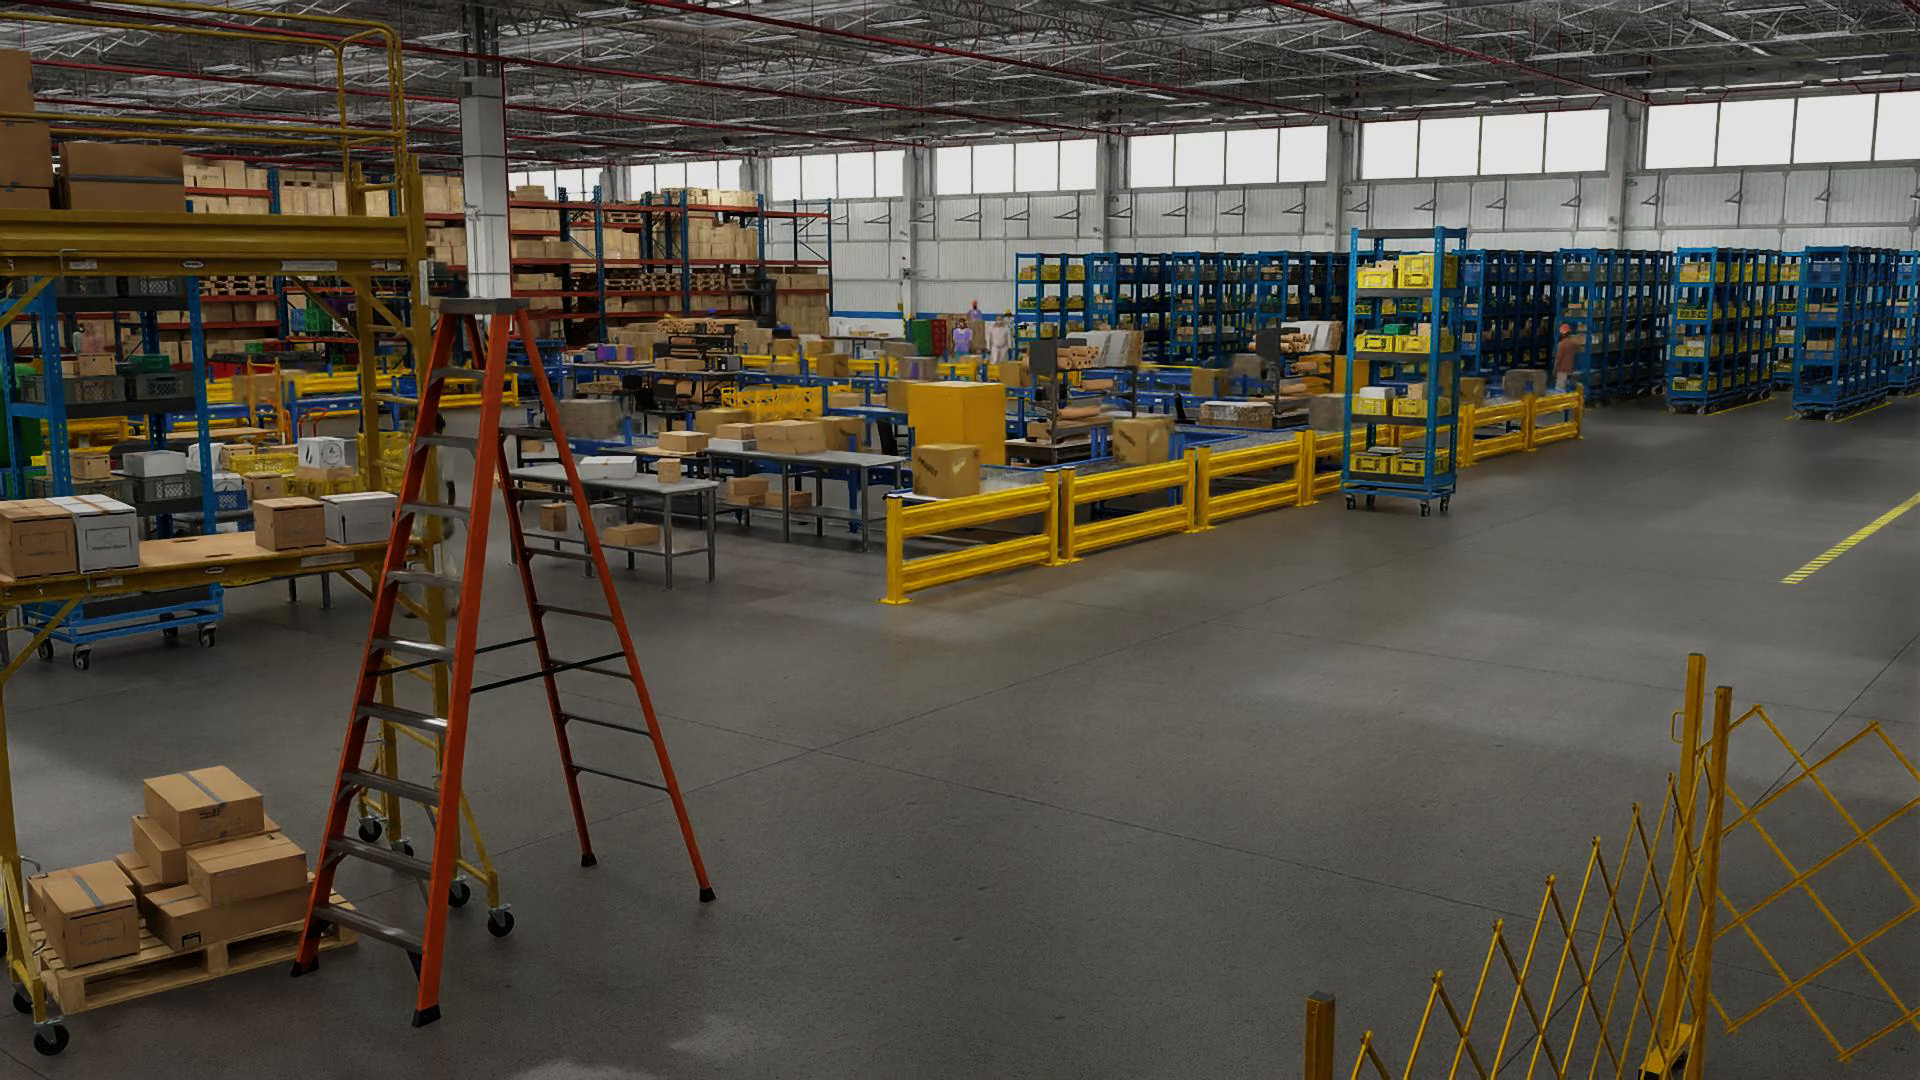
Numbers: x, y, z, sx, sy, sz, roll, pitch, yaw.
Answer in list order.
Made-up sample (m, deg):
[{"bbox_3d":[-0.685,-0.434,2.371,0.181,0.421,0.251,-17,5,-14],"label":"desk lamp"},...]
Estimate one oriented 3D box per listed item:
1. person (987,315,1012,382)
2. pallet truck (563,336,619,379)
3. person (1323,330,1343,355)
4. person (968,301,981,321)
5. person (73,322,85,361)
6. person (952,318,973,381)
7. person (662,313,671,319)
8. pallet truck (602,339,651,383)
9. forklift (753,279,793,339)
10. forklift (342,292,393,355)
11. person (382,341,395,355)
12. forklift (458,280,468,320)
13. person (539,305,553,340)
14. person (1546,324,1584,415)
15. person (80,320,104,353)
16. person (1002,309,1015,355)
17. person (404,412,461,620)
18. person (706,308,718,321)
[{"bbox_3d":[1.101,-5.347,46.533,0.661,1.879,0.651,-2,9,-14],"label":"person"},{"bbox_3d":[-10.690,-5.294,48.215,1.601,1.201,0.680,-5,10,-26],"label":"pallet truck"},{"bbox_3d":[9.041,-4.391,40.829,0.613,1.798,0.683,-8,12,-41],"label":"person"},{"bbox_3d":[0.608,-8.701,67.275,0.551,1.935,0.372,-2,9,-14],"label":"person"},{"bbox_3d":[-25.225,-5.438,47.849,0.498,1.633,0.284,-8,12,-40],"label":"person"},{"bbox_3d":[0.064,-5.088,45.010,0.570,1.842,0.383,3,9,15],"label":"person"},{"bbox_3d":[-9.082,-6.212,52.178,0.434,1.794,0.637,5,10,29],"label":"person"},{"bbox_3d":[-8.991,-4.871,45.351,0.653,1.274,1.630,7,11,37],"label":"pallet truck"},{"bbox_3d":[-7.200,-8.284,61.734,1.129,2.768,1.873,7,11,37],"label":"forklift"},{"bbox_3d":[-16.485,-5.622,45.120,1.129,2.768,1.873,7,11,37],"label":"forklift"},{"bbox_3d":[-16.318,-5.387,47.503,0.887,1.628,0.587,3,9,15],"label":"person"},{"bbox_3d":[-14.899,-6.504,50.627,1.129,2.768,1.873,7,11,37],"label":"forklift"},{"bbox_3d":[-15.349,-7.775,61.654,0.646,1.891,0.519,5,11,30],"label":"person"},{"bbox_3d":[12.890,-3.599,35.336,0.804,1.967,0.616,9,13,44],"label":"person"},{"bbox_3d":[-21.265,-4.427,40.693,0.648,1.907,0.401,4,10,21],"label":"person"},{"bbox_3d":[1.800,-7.733,61.872,0.485,1.734,0.346,-1,9,-8],"label":"person"},{"bbox_3d":[-4.624,-0.212,14.607,0.605,1.841,0.377,4,10,23],"label":"person"},{"bbox_3d":[-8.000,-6.581,54.142,0.622,1.893,0.978,8,12,40],"label":"person"}]
